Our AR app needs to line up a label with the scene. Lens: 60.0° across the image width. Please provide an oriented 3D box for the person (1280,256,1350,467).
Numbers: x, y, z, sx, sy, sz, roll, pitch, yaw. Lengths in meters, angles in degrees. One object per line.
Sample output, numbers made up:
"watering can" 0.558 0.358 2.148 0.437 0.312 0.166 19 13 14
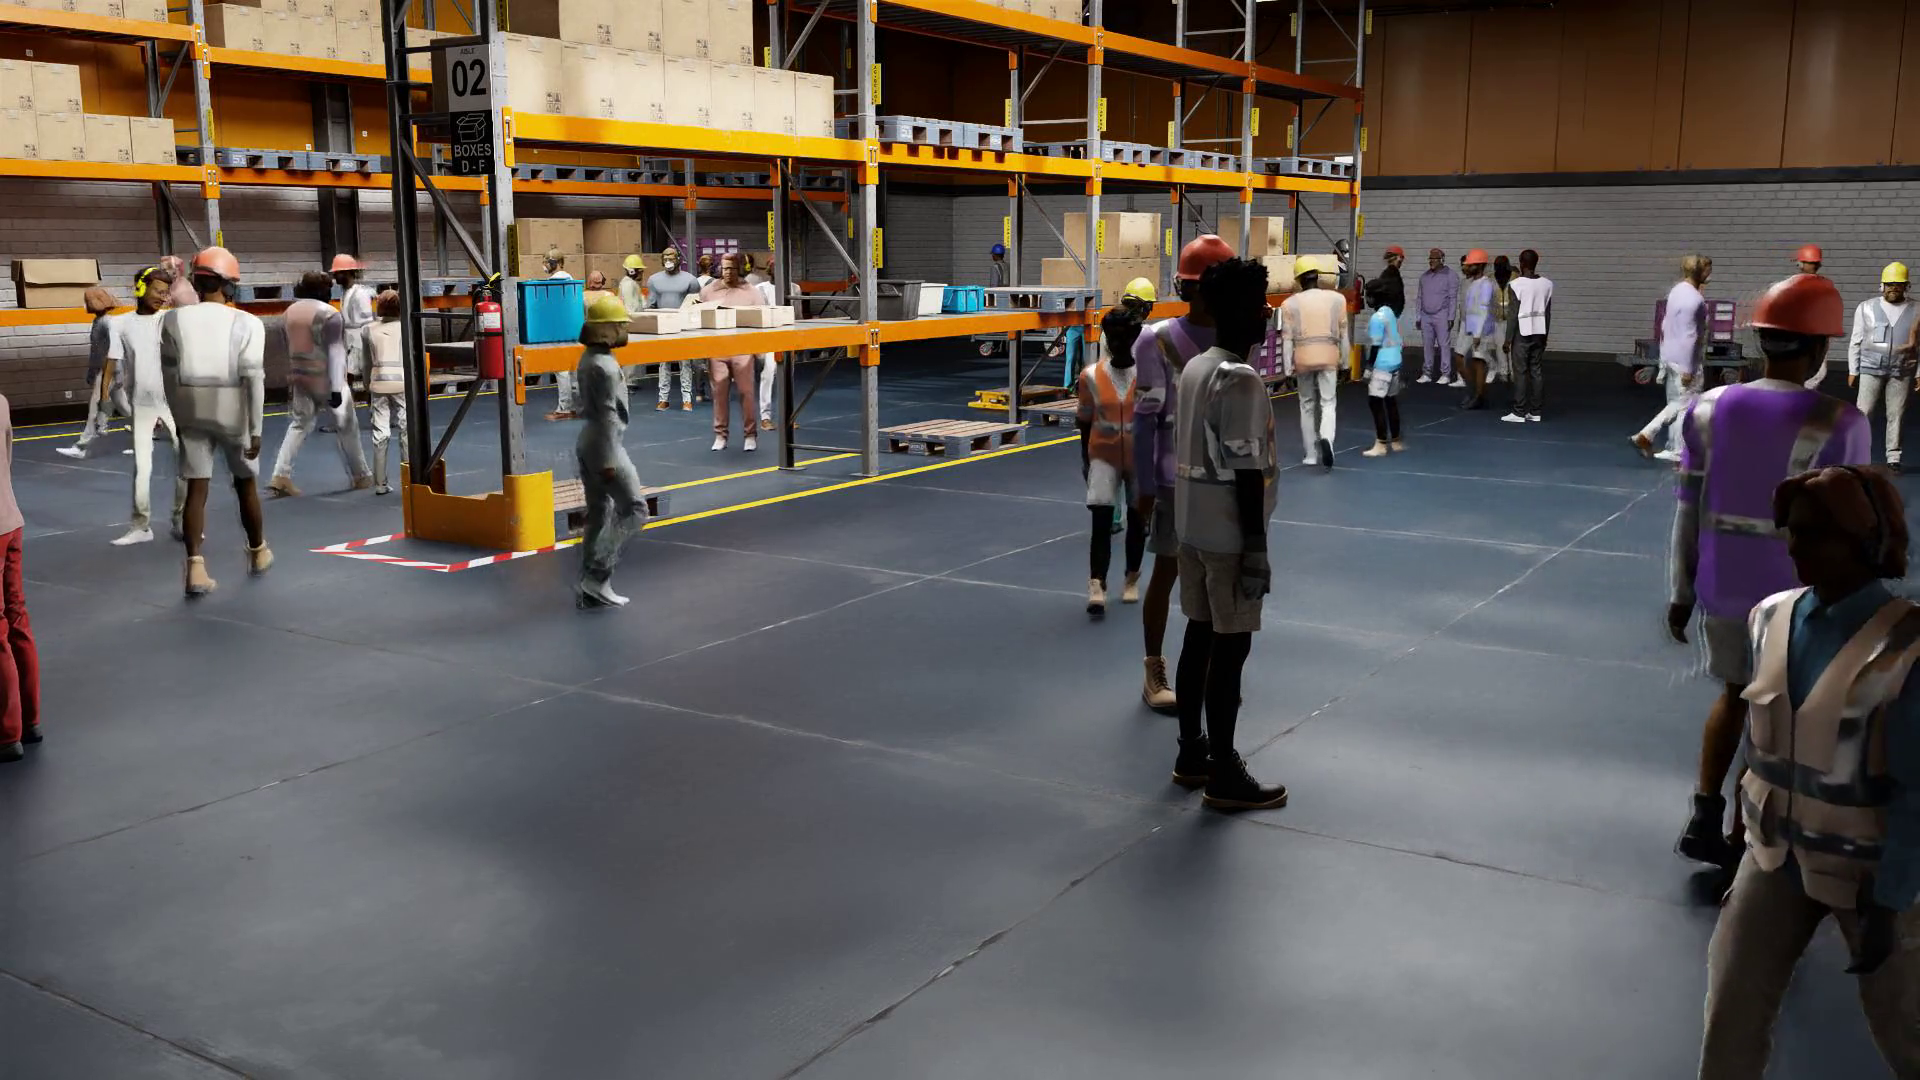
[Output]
"person" 3.144 -1.553 14.687 0.649 1.883 0.729 1 10 7

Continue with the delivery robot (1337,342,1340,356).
"delivery robot" 5.821 -2.856 25.316 0.477 0.478 0.707 8 13 38

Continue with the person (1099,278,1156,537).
"person" 1.208 -0.907 11.420 0.533 1.767 0.326 5 12 28

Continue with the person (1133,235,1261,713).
"person" 1.037 -0.274 7.144 0.611 2.042 0.395 -4 11 -23

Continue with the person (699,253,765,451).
"person" -2.188 -1.801 16.003 0.659 1.904 0.405 1 10 5

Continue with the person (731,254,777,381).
"person" -2.968 -3.147 23.663 0.739 1.827 0.545 5 11 26

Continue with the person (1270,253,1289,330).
"person" 5.298 -3.786 27.035 0.573 1.887 0.356 -3 11 -15

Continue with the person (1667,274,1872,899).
"person" 2.479 0.158 5.080 0.411 1.919 0.560 -7 12 -34

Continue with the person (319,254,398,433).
"person" -6.326 -2.095 17.700 1.019 1.889 0.554 -7 13 -35

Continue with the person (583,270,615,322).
"person" -4.591 -2.601 21.158 0.515 1.640 0.309 0 10 2

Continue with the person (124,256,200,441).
"person" -7.961 -1.932 16.828 0.975 1.853 0.676 -4 11 -22

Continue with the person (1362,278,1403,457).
"person" 4.002 -1.625 15.675 0.349 1.667 0.696 6 12 30

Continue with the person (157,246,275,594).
"person" -4.341 -0.702 9.702 0.616 1.995 1.045 -2 10 -9

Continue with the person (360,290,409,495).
"person" -4.490 -1.164 13.213 0.517 1.634 0.312 1 10 4

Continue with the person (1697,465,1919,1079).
"person" 1.782 0.638 3.301 0.830 1.605 0.510 -4 11 -20

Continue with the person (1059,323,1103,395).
"person" 1.508 -2.625 20.714 0.572 1.844 0.376 0 10 3

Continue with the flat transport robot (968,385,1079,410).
"flat transport robot" 0.799 -1.726 20.099 0.652 0.197 1.431 9 13 39

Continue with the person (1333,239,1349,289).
"person" 6.144 -3.808 26.731 0.682 2.000 0.537 -9 14 -42

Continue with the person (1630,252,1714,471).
"person" 6.295 -1.549 14.529 0.564 1.921 0.649 2 10 12

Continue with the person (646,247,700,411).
"person" -3.397 -2.491 19.717 0.636 1.939 0.362 0 10 1

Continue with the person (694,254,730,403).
"person" -3.140 -2.629 20.740 0.508 1.844 0.336 4 11 19

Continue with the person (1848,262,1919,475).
"person" 8.009 -1.475 14.376 0.600 1.831 0.404 5 11 24

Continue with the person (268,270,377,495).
"person" -5.144 -1.258 13.299 0.640 1.799 0.962 5 11 26

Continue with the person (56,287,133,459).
"person" -8.036 -1.560 15.536 0.833 1.586 0.513 -7 12 -33

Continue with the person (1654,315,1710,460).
"person" 6.674 -1.556 15.386 0.500 1.632 0.286 -3 11 -15

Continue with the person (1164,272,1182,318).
"person" 3.778 -3.946 28.149 0.613 1.799 0.796 3 11 14

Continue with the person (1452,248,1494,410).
"person" 6.087 -2.491 19.754 0.453 1.921 0.580 -1 10 -4

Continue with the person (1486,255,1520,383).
"person" 7.747 -3.135 23.673 0.690 1.804 0.667 5 11 24

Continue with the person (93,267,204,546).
"person" -5.379 -0.876 11.050 0.676 1.849 0.377 -5 11 -24

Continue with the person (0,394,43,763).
"person" -3.817 -0.012 6.450 0.309 1.772 0.525 -2 10 -10

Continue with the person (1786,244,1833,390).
"person" 9.115 -2.196 17.972 0.644 1.973 0.447 0 10 -2

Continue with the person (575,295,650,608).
"person" -1.925 -0.466 9.088 0.392 1.730 0.493 -6 12 -31

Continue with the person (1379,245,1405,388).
"person" 5.888 -3.045 22.748 0.440 1.956 0.659 -1 10 -5

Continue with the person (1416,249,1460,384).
"person" 6.707 -3.149 23.488 0.402 1.901 0.647 -9 13 -40

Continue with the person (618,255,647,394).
"person" -4.342 -2.856 22.059 0.411 1.831 0.707 -2 10 -10

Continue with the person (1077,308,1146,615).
"person" 0.880 -0.410 8.989 0.538 1.648 0.869 2 10 9

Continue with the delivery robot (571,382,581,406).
"delivery robot" -4.267 -1.745 19.160 0.477 0.478 0.707 5 11 26

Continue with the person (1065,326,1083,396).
"person" 1.561 -2.784 21.367 0.369 1.928 0.586 -10 14 -44

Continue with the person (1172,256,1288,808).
"person" 0.961 -0.026 5.979 0.367 1.966 0.607 -3 11 -14

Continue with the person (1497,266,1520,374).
"person" 8.349 -3.331 25.211 0.283 1.633 0.501 2 10 12

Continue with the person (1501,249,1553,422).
"person" 6.329 -2.269 18.544 0.591 1.918 0.383 -4 11 -23

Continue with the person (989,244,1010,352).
"person" 0.714 -4.393 30.232 0.395 1.944 0.614 6 12 29

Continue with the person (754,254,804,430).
"person" -1.952 -2.102 17.743 0.578 1.878 0.351 -5 12 -27

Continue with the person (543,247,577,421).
"person" -4.500 -2.300 18.663 0.372 1.939 0.631 1 10 3

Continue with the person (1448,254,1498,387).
"person" 7.164 -3.032 23.028 0.822 1.841 0.564 -6 12 -29
